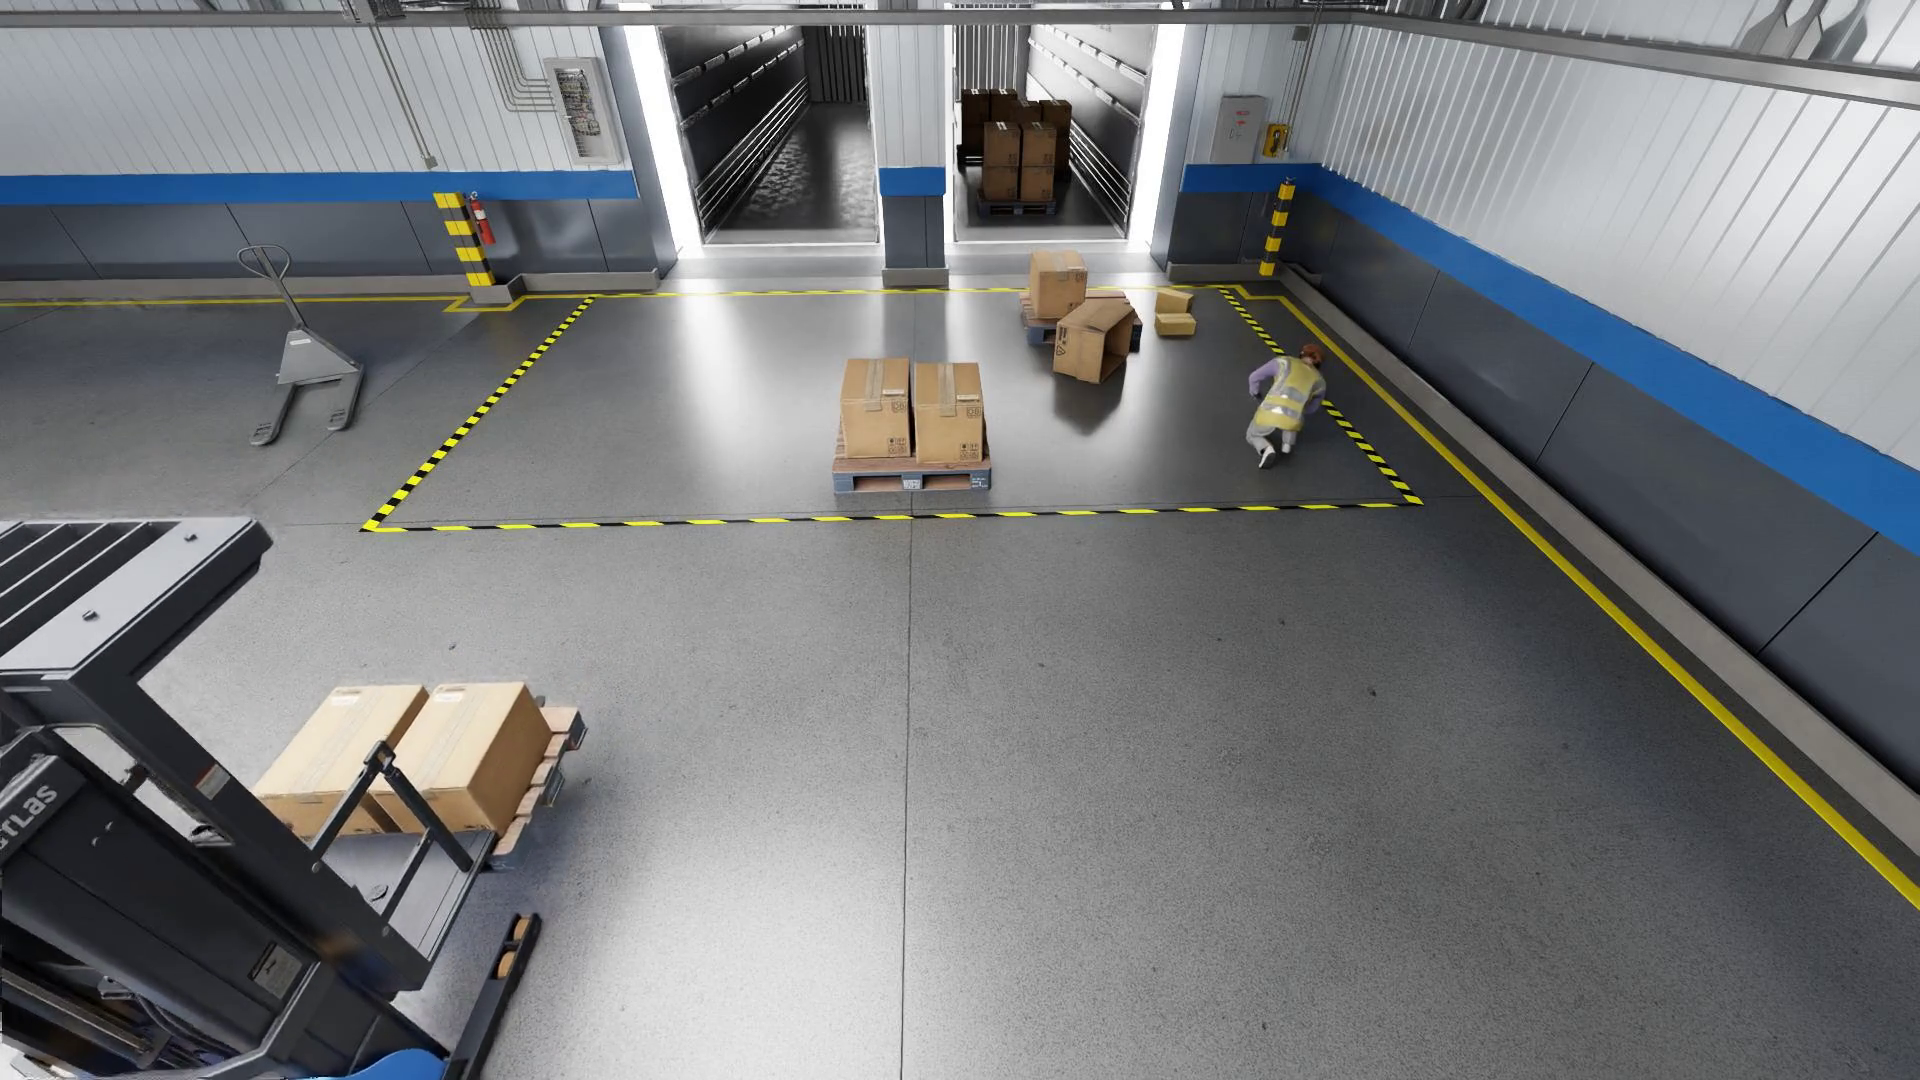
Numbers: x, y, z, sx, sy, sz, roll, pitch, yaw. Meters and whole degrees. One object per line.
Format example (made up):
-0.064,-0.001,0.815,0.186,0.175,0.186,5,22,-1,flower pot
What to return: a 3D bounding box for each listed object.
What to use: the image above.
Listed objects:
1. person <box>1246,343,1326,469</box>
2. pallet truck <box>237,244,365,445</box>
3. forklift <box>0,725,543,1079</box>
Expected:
2.599,-1.078,5.910,0.591,0.845,0.904,14,40,17,person
-5.915,-1.733,6.366,0.680,1.201,1.601,-18,42,-21,pallet truck
-2.114,1.379,1.798,0.716,2.013,0.776,-1,38,-1,forklift
